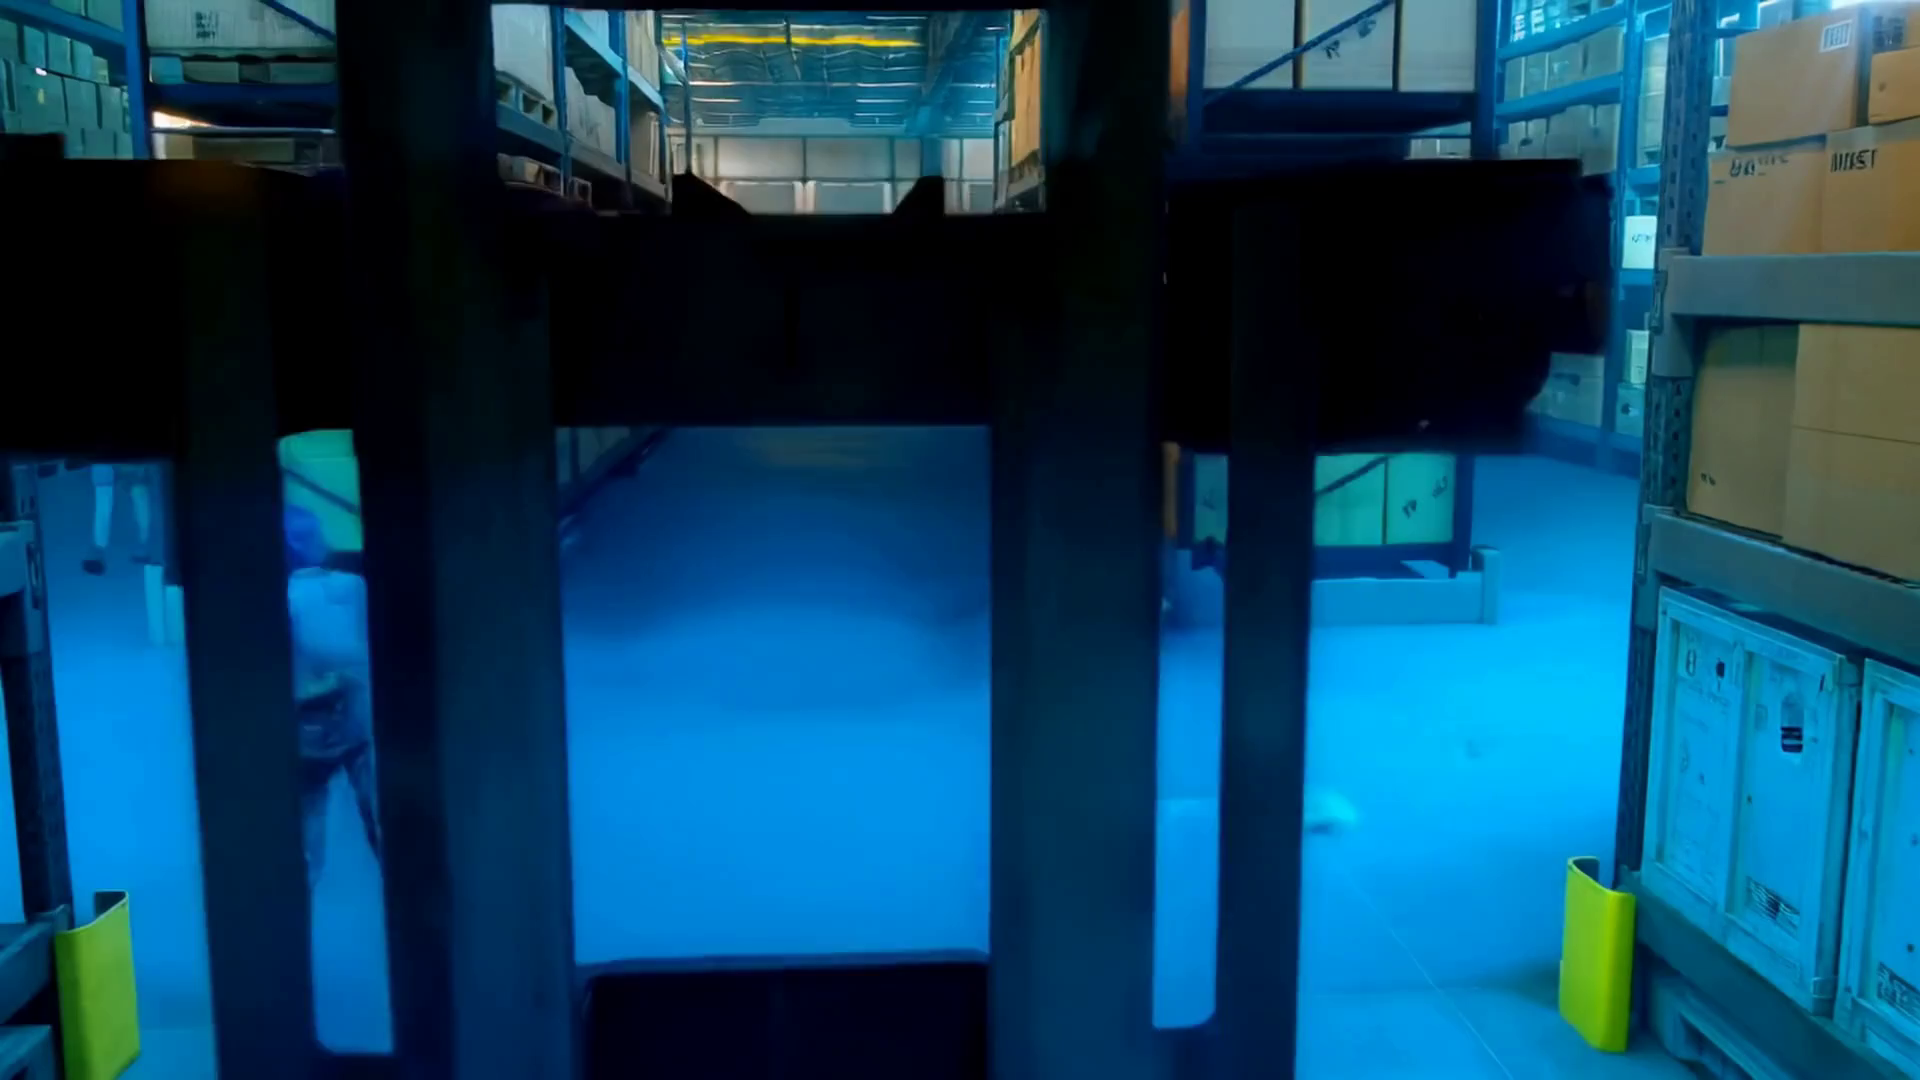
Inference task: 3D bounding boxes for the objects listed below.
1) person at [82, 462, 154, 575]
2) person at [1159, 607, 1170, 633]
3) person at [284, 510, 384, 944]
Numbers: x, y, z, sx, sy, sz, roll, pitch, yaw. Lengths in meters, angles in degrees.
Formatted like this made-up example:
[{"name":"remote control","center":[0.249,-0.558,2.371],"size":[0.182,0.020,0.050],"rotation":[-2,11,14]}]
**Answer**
[{"name":"person","center":[-6.702,-0.725,13.204],"size":[0.616,1.977,1.077],"rotation":[-2,9,-10]},{"name":"person","center":[1.082,-0.104,10.444],"size":[0.502,1.611,0.543],"rotation":[4,10,24]},{"name":"person","center":[-2.114,0.678,5.626],"size":[0.837,1.584,0.578],"rotation":[5,10,27]}]
